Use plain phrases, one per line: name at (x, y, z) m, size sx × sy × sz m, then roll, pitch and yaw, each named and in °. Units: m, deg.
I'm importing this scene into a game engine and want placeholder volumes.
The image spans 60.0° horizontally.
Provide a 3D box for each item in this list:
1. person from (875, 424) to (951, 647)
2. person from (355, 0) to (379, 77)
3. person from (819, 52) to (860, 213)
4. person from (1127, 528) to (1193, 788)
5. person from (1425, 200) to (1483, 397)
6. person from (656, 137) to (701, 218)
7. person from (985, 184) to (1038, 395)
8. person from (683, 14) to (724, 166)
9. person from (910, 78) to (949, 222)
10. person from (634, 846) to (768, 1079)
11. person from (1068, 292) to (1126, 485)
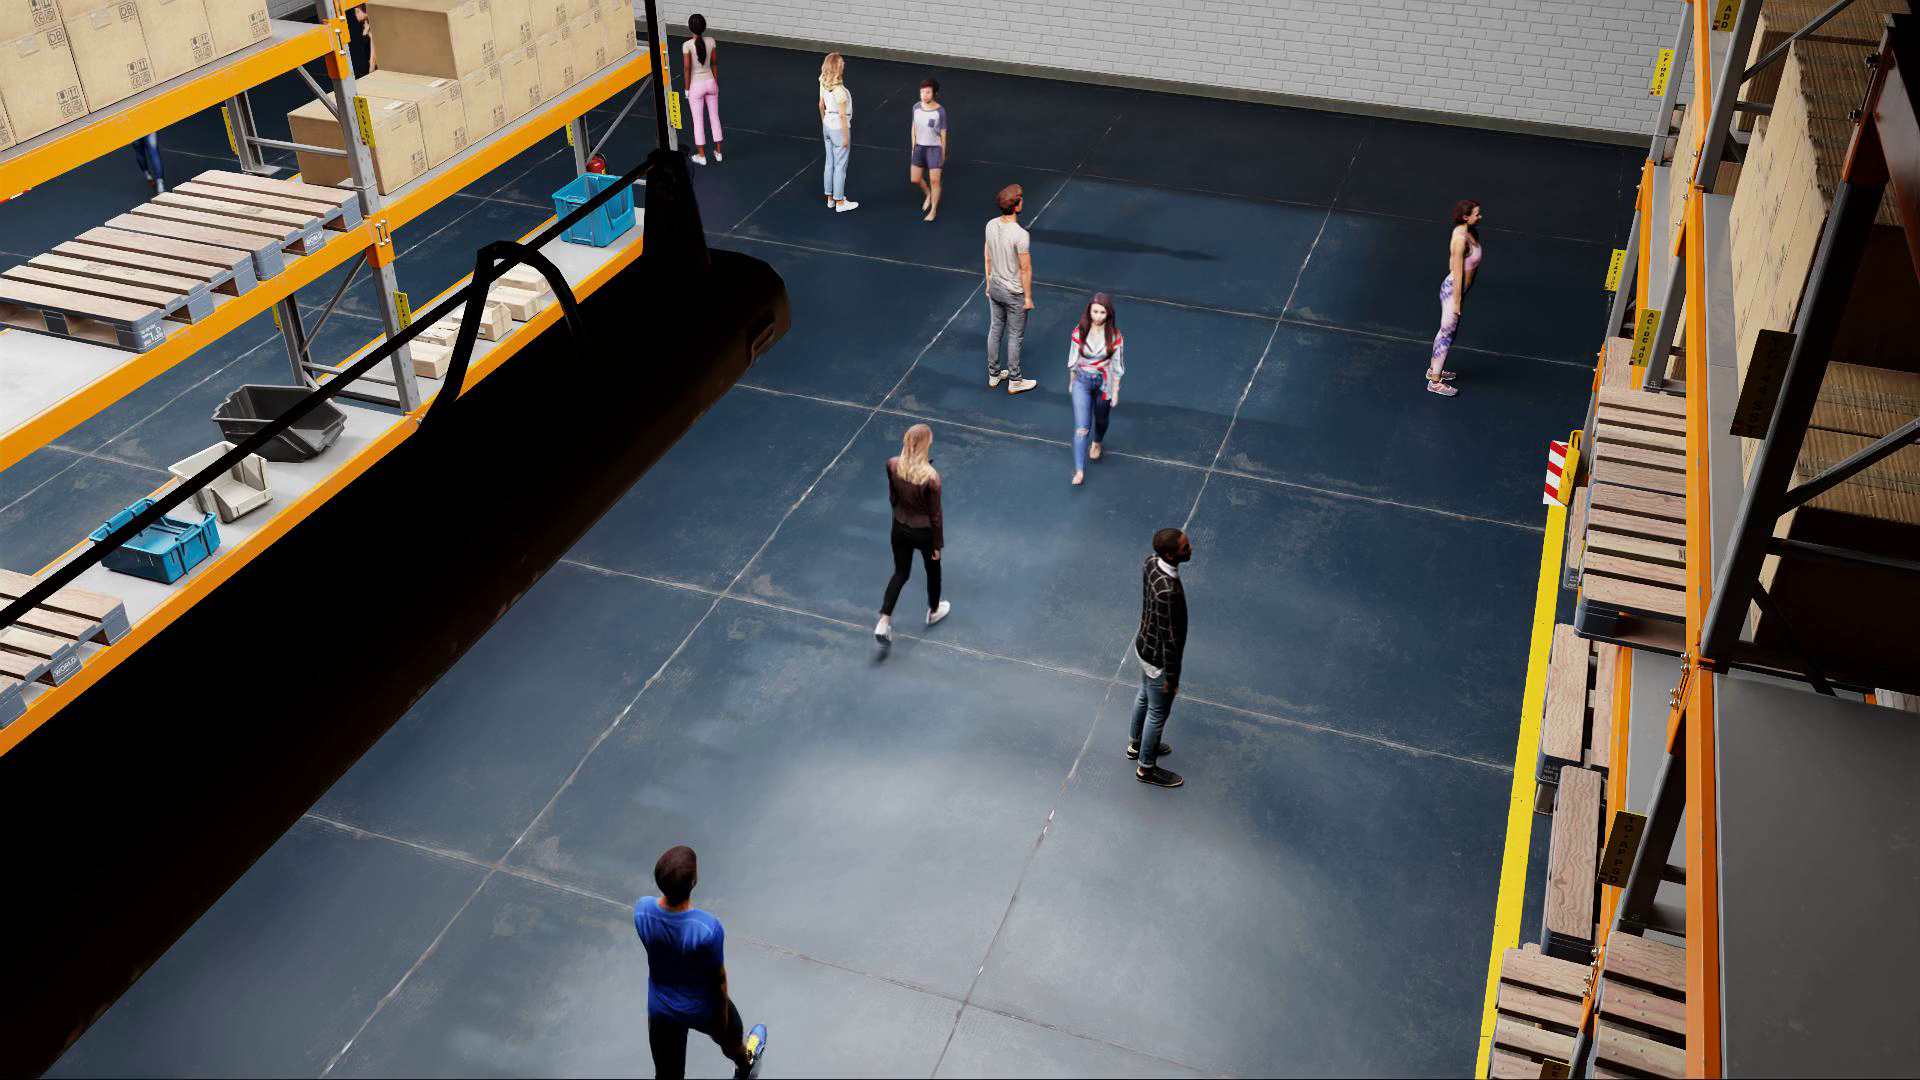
person at (-0.358, -0.010, 11.431) m, size 0.708 × 1.681 × 1.059 m, roll 17°, pitch 37°, yaw 24°
person at (-6.848, -5.597, 19.856) m, size 1.040 × 1.660 × 0.910 m, roll -22°, pitch 40°, yaw -30°
person at (-1.343, -4.426, 18.040) m, size 0.726 × 1.722 × 0.706 m, roll -22°, pitch 39°, yaw -29°
person at (1.217, 0.695, 10.246) m, size 0.801 × 1.819 × 0.656 m, roll -3°, pitch 34°, yaw -5°
person at (4.340, -2.148, 14.570) m, size 0.667 × 1.767 × 0.494 m, roll 8°, pitch 34°, yaw 11°
person at (-2.677, -3.157, 16.186) m, size 0.797 × 1.660 × 0.916 m, roll 16°, pitch 37°, yaw 23°
person at (0.416, -2.188, 14.513) m, size 0.741 × 1.898 × 0.715 m, roll 28°, pitch 43°, yaw 35°
person at (-2.973, -5.217, 19.210) m, size 0.629 × 1.741 × 0.711 m, roll -20°, pitch 38°, yaw -27°
person at (-0.302, -4.227, 17.888) m, size 0.602 × 1.557 × 0.618 m, roll 16°, pitch 37°, yaw 22°
person at (-1.341, 2.272, 7.861) m, size 0.692 × 1.834 × 1.102 m, roll 7°, pitch 34°, yaw 10°
person at (1.106, -1.274, 13.440) m, size 0.760 × 1.562 × 1.114 m, roll 5°, pitch 34°, yaw 7°
